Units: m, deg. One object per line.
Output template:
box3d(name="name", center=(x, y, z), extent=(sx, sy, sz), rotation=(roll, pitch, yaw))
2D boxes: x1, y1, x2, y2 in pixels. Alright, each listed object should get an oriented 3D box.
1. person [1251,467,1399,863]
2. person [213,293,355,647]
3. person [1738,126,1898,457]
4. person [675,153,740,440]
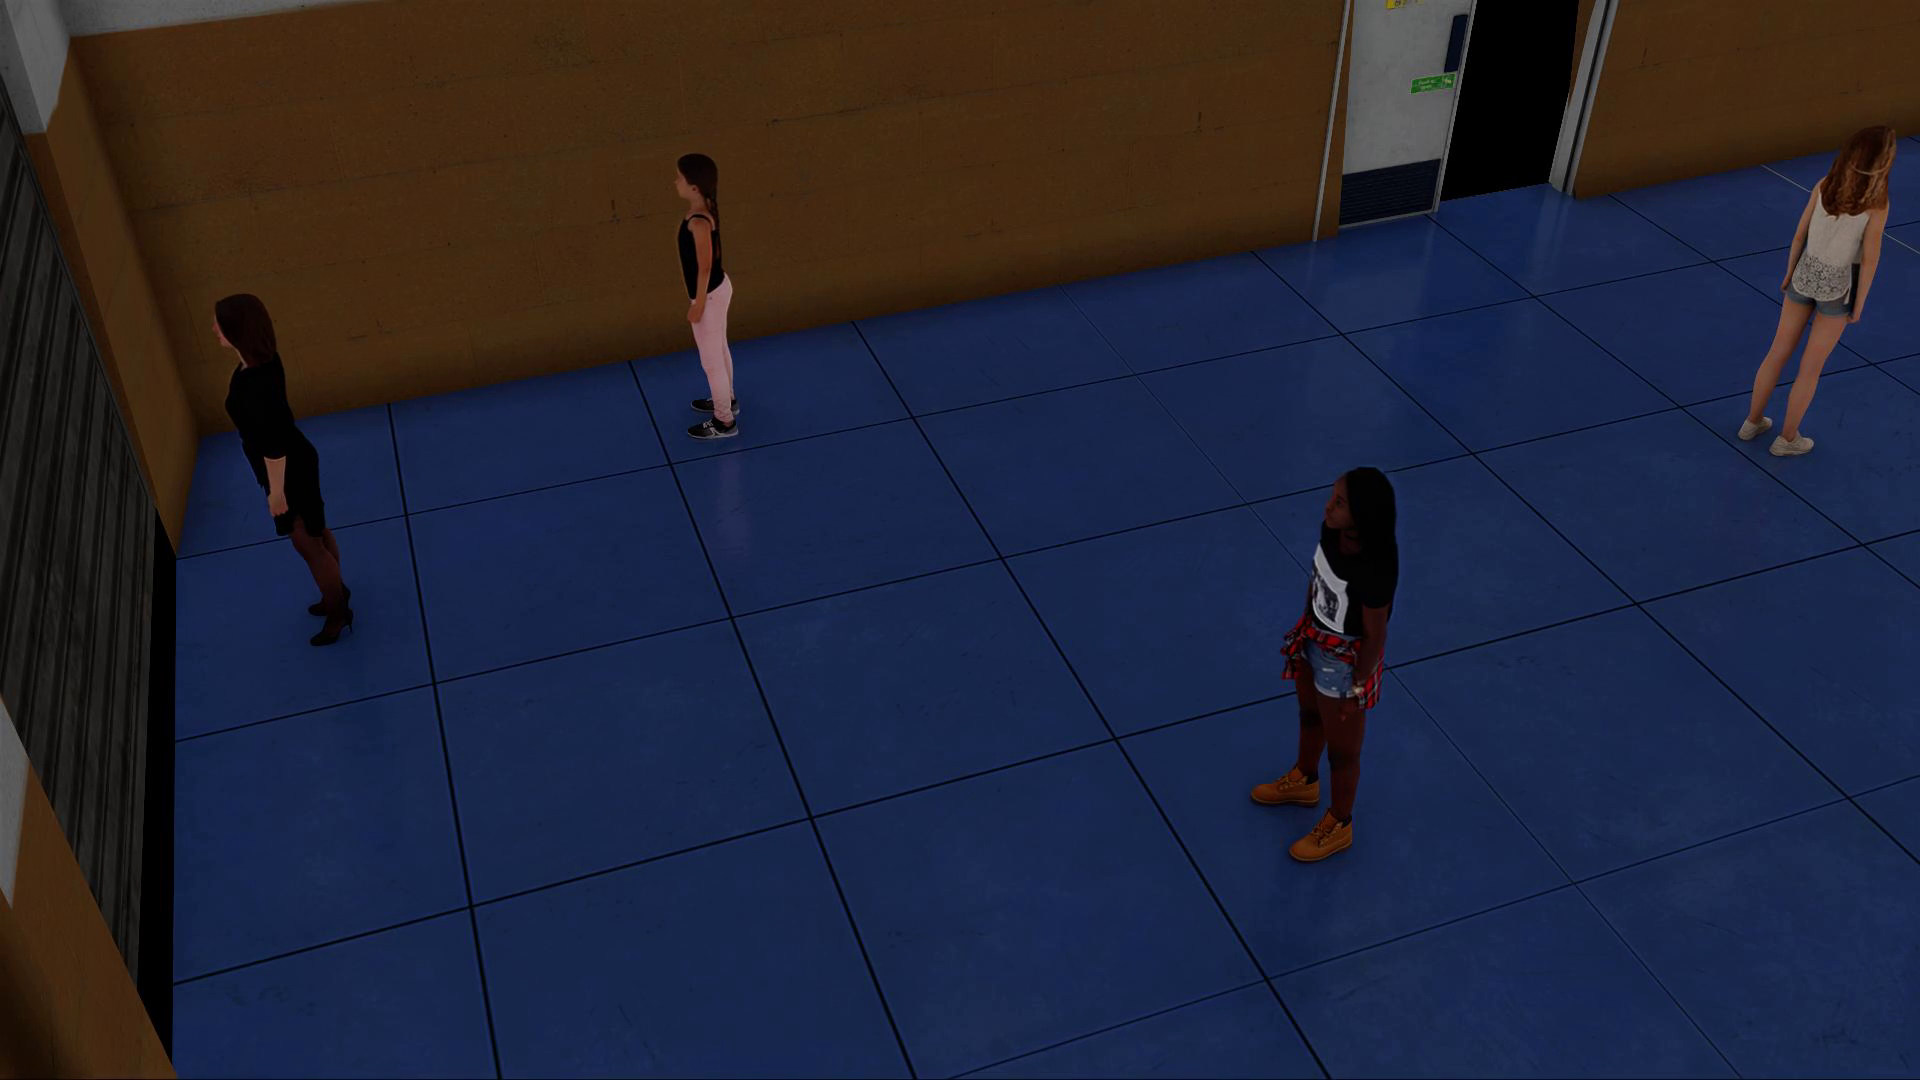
box3d(name="person", center=(1.382, 0.454, 6.105), extent=(0.677, 1.727, 0.544), rotation=(-10, 38, -13))
box3d(name="person", center=(-2.864, -0.289, 7.099), extent=(0.650, 1.707, 0.437), rotation=(-10, 38, -14))
box3d(name="person", center=(4.301, -1.235, 8.329), extent=(0.681, 1.758, 0.511), rotation=(-21, 42, -25))
box3d(name="person", center=(-1.289, -1.251, 8.511), extent=(0.653, 1.566, 0.549), rotation=(0, 37, 0))
